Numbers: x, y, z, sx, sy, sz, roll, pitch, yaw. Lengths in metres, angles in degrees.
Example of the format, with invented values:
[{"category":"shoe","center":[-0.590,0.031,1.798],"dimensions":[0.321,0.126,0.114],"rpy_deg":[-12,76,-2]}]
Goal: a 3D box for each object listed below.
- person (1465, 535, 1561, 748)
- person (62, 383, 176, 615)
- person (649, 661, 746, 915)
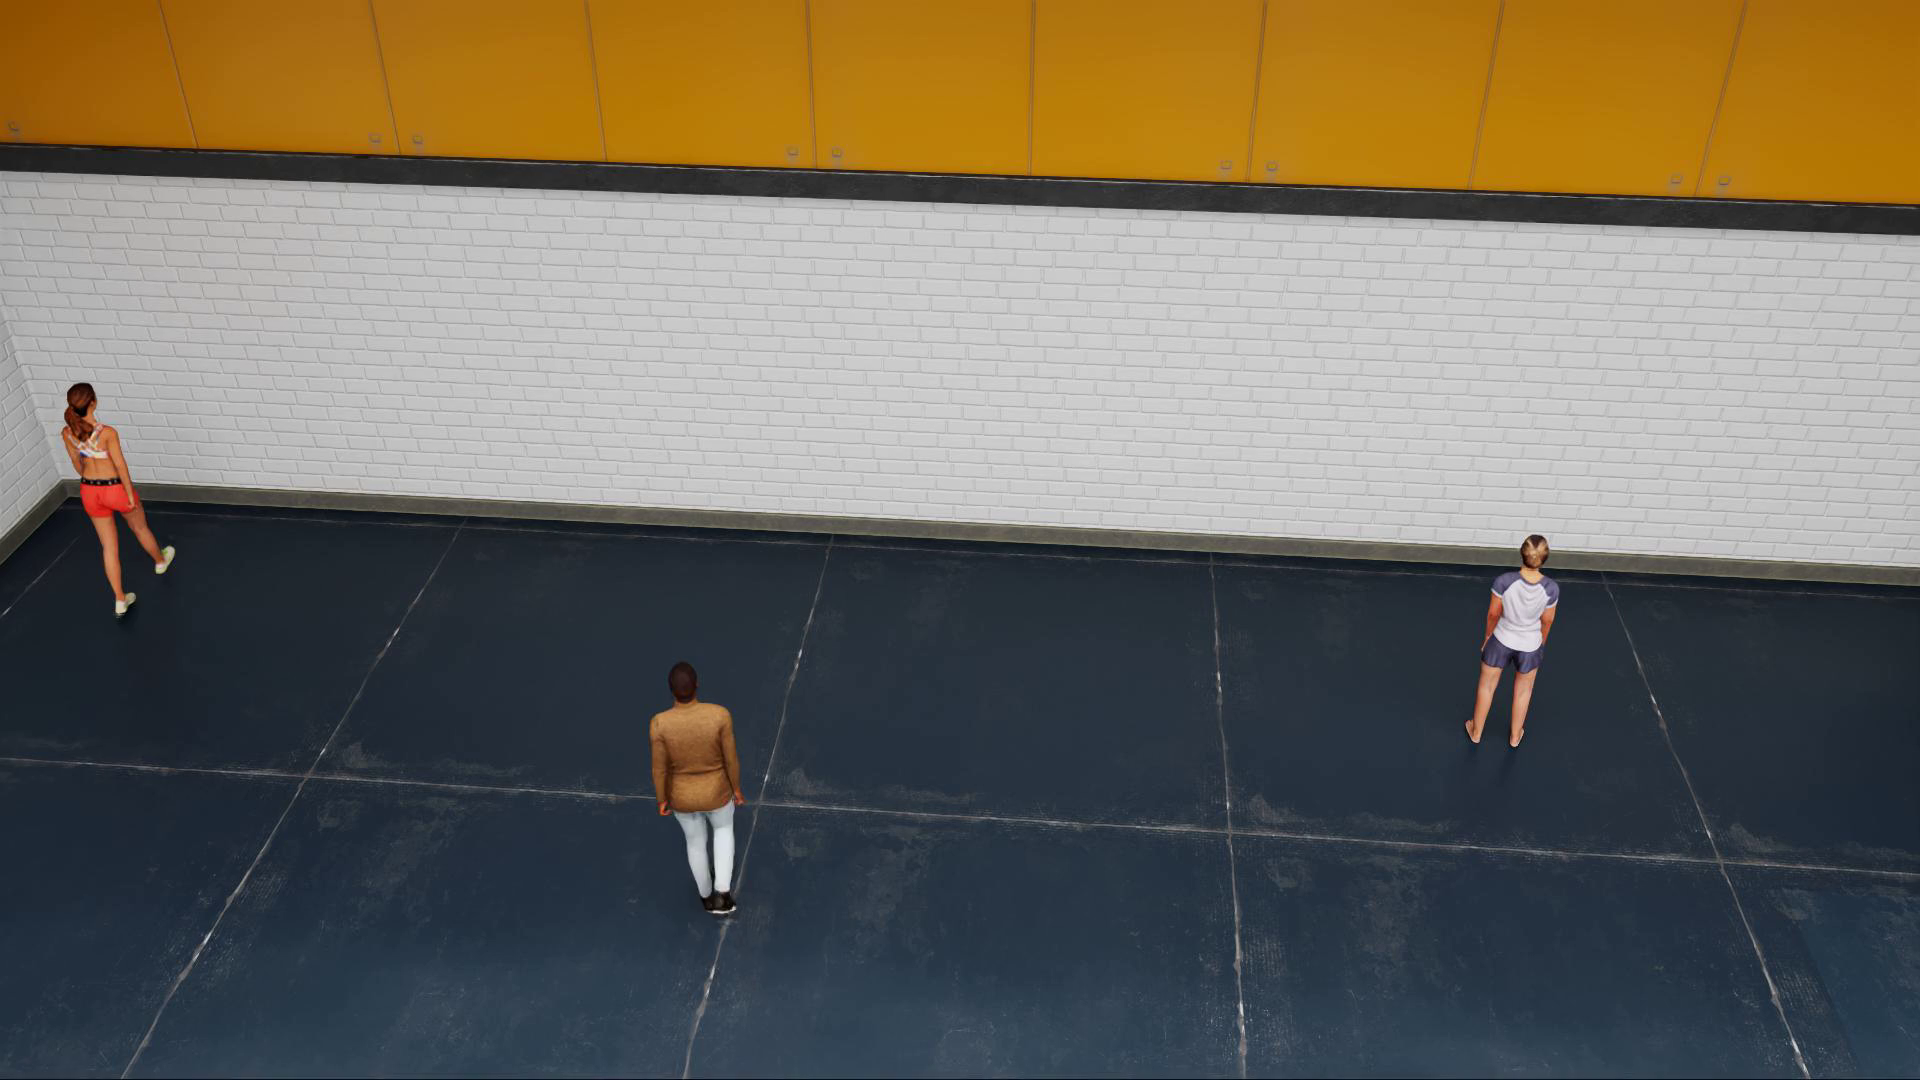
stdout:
[{"category":"person","center":[3.594,0.659,10.768],"dimensions":[0.597,1.625,0.566],"rpy_deg":[6,34,9]},{"category":"person","center":[-6.214,-0.279,12.062],"dimensions":[0.677,1.757,1.050],"rpy_deg":[-2,34,-2]},{"category":"person","center":[-1.460,1.475,9.374],"dimensions":[0.764,1.810,0.846],"rpy_deg":[-5,34,-8]}]
